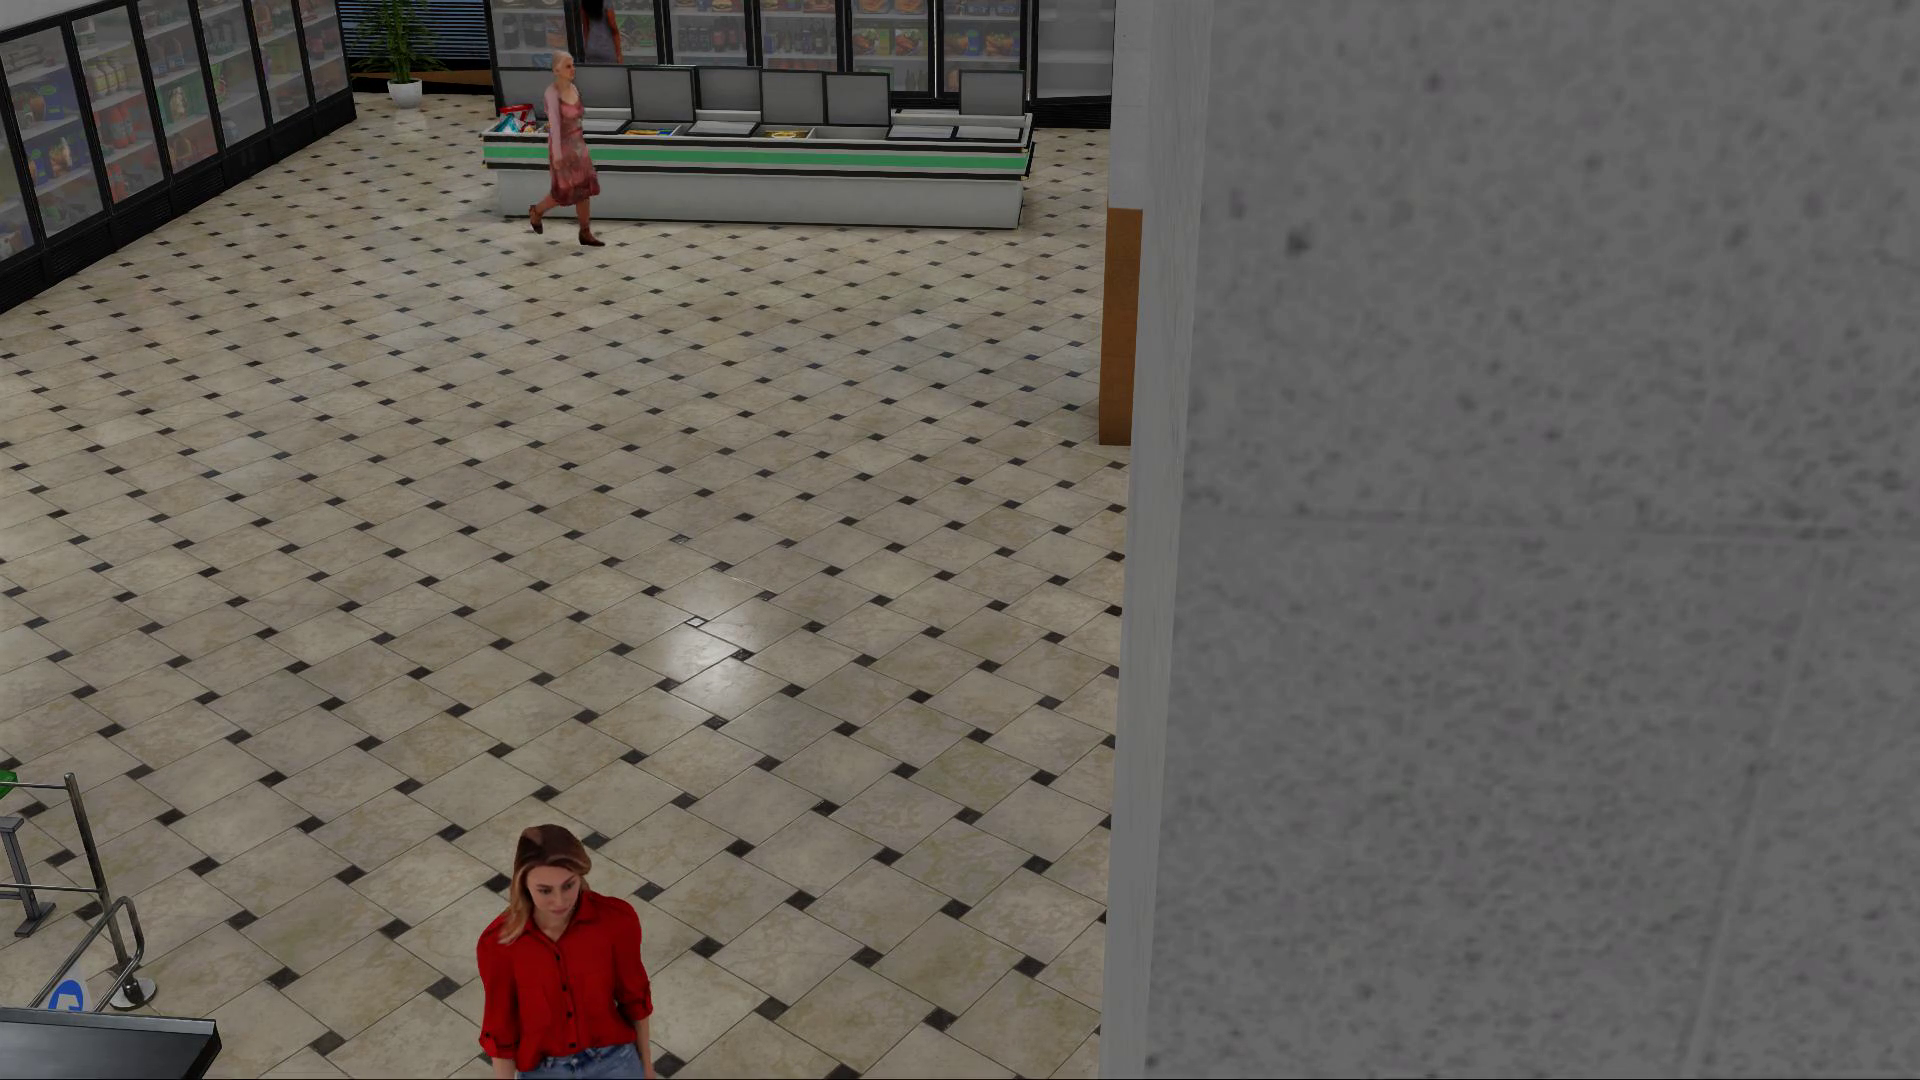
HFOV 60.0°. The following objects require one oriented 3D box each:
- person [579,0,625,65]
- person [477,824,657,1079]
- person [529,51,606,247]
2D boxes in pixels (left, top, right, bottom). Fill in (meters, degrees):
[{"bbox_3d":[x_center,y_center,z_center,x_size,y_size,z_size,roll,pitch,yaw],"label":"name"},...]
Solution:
[{"bbox_3d":[-3.868,-5.208,17.862,0.580,1.781,0.726,11,29,21],"label":"person"},{"bbox_3d":[-1.105,1.488,4.743,0.634,1.704,0.770,-8,28,-15],"label":"person"},{"bbox_3d":[-3.447,-3.346,14.307,0.989,1.674,0.743,9,28,18],"label":"person"}]
